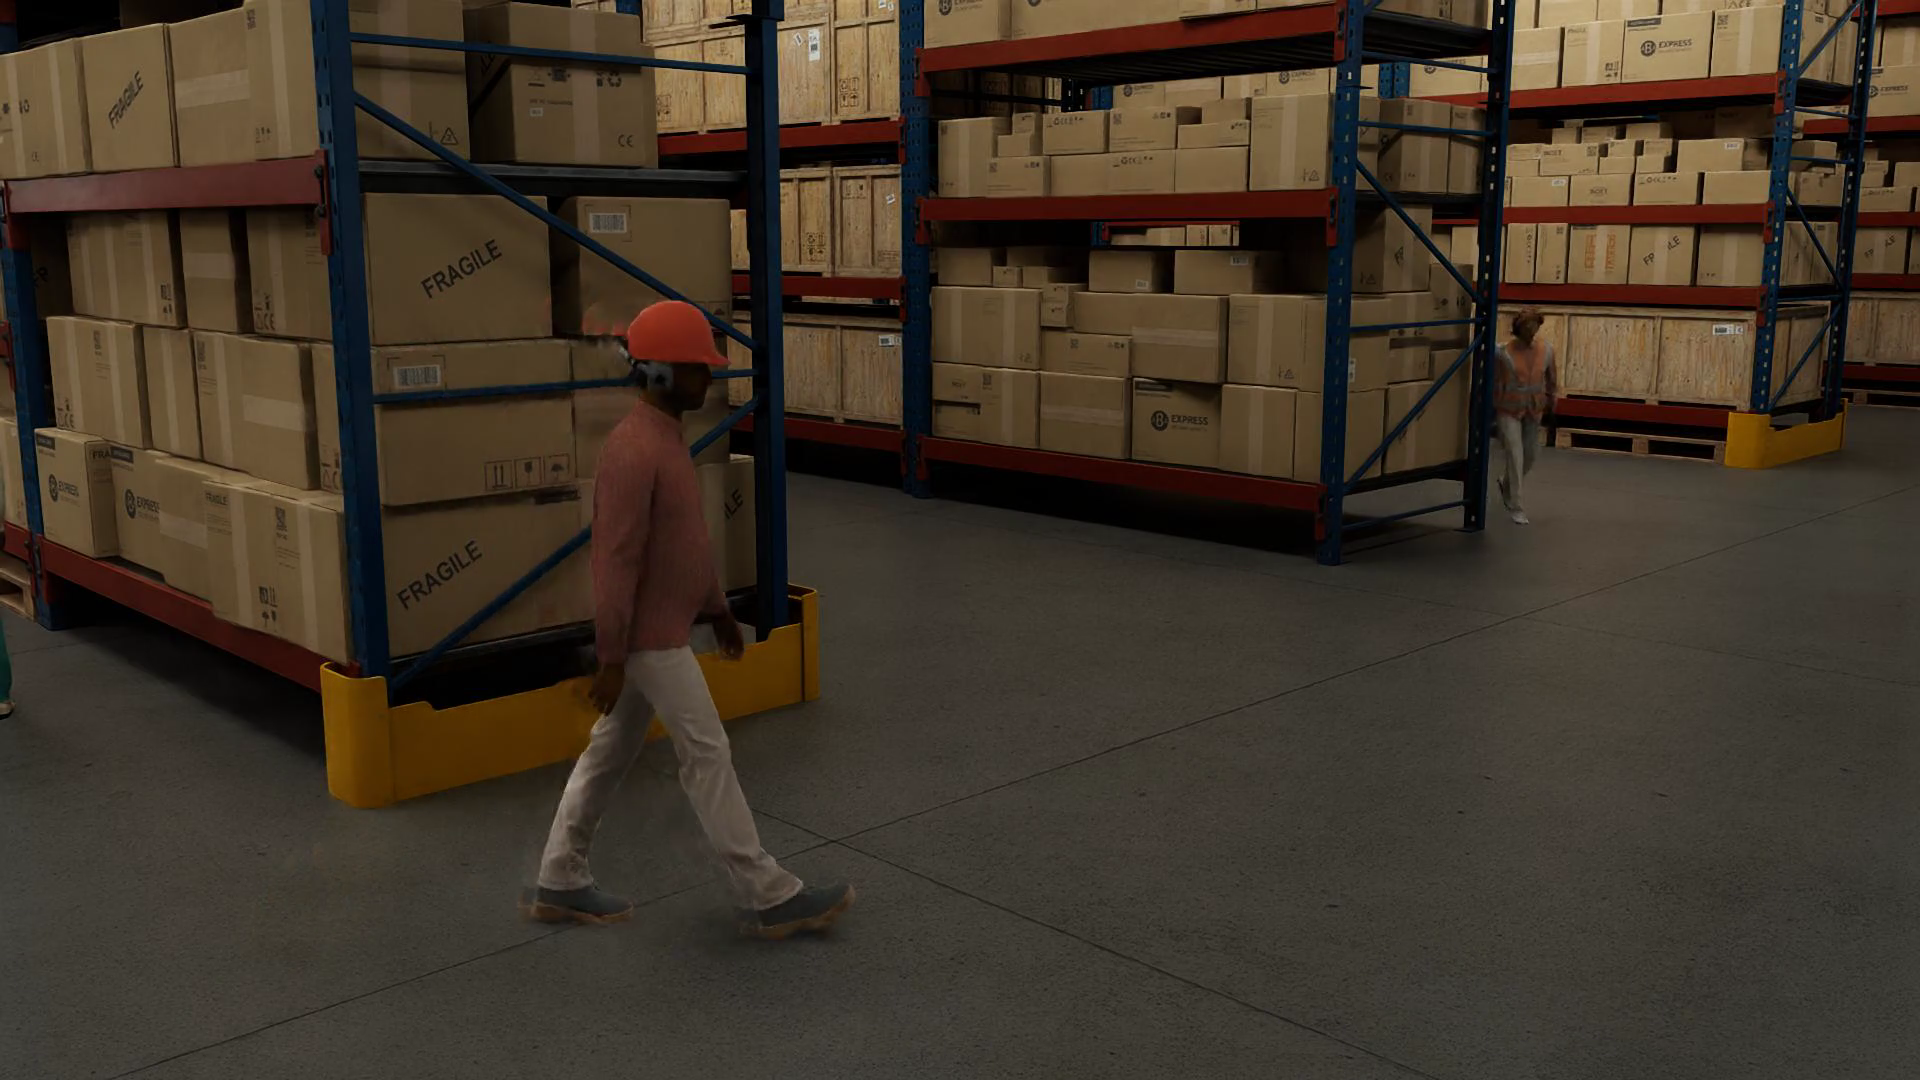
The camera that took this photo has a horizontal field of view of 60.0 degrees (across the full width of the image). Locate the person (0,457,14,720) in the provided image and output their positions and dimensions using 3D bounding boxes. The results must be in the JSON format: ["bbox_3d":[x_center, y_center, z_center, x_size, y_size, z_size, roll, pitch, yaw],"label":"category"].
[{"bbox_3d":[-4.414,-0.056,7.200,0.522,1.769,0.310,-9,14,-42],"label":"person"}]

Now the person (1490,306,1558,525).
[{"bbox_3d":[4.197,-0.956,12.518,0.535,1.617,0.693,-1,10,-5],"label":"person"}]

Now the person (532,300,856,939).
[{"bbox_3d":[-0.875,0.258,5.014,1.025,1.940,0.612,-1,10,-4],"label":"person"}]
